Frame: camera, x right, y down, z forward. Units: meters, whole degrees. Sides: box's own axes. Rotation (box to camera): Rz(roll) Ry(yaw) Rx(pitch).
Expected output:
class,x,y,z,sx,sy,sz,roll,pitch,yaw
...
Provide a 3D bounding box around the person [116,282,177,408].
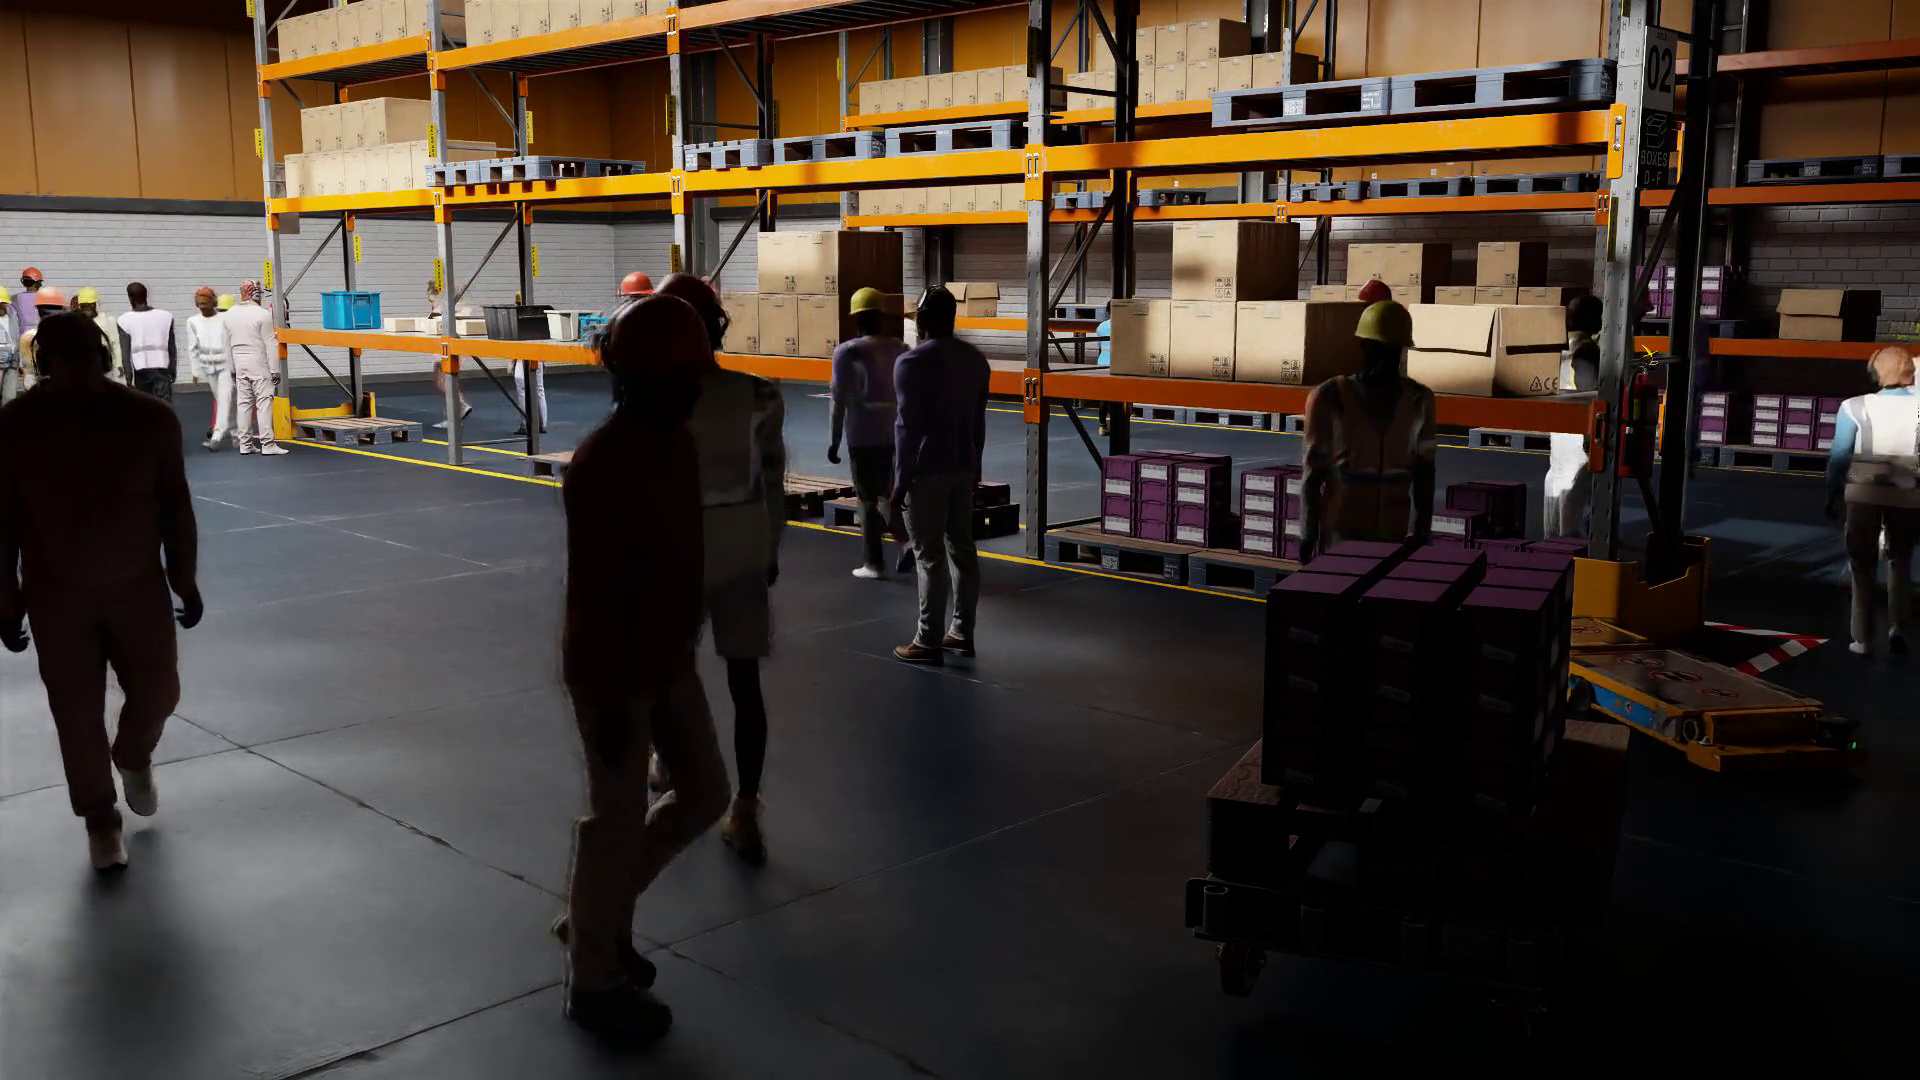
class,x,y,z,sx,sy,sz,roll,pitch,yaw
person,-8.788,-1.855,18.071,0.600,1.886,0.865,-7,11,-35

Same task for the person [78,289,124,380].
class,x,y,z,sx,sy,sz,roll,pitch,yaw
person,-10.297,-2.092,19.819,0.610,1.781,0.939,-4,10,-22

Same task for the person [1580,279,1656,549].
class,x,y,z,sx,sy,sz,roll,pitch,yaw
person,4.719,-0.917,12.154,0.414,1.956,0.757,0,9,-2

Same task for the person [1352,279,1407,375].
class,x,y,z,sx,sy,sz,roll,pitch,yaw
person,3.064,-0.962,12.412,0.548,1.942,0.348,-7,12,-36

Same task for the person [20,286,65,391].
class,x,y,z,sx,sy,sz,roll,pitch,yaw
person,-7.545,-1.178,13.951,0.532,1.887,1.015,-6,11,-35

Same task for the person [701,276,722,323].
class,x,y,z,sx,sy,sz,roll,pitch,yaw
person,-2.900,-2.056,19.136,0.552,1.935,0.373,-5,11,-29

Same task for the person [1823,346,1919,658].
class,x,y,z,sx,sy,sz,roll,pitch,yaw
person,4.801,-0.195,8.673,0.520,1.621,0.406,3,10,16

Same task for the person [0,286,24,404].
class,x,y,z,sx,sy,sz,roll,pitch,yaw
person,-11.319,-2.082,19.651,0.404,1.819,0.592,3,10,20

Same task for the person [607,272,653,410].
class,x,y,z,sx,sy,sz,roll,pitch,yaw
person,-2.547,-1.110,13.156,0.379,1.996,0.608,3,10,17

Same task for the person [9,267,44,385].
class,x,y,z,sx,sy,sz,roll,pitch,yaw
person,-13.036,-2.818,23.481,0.612,2.041,0.394,-1,9,-7

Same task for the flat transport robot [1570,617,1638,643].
class,x,y,z,sx,sy,sz,roll,pitch,yaw
flat transport robot,2.748,0.552,8.238,1.431,0.197,0.652,-2,9,-10

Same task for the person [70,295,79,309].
class,x,y,z,sx,sy,sz,roll,pitch,yaw
person,-13.110,-2.845,24.899,0.283,1.633,0.498,3,10,16

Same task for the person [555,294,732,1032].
class,x,y,z,sx,sy,sz,roll,pitch,yaw
person,-0.834,0.336,4.407,0.531,1.959,0.649,3,10,16

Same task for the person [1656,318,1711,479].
class,x,y,z,sx,sy,sz,roll,pitch,yaw
person,6.934,-1.482,15.943,0.461,1.829,0.580,9,13,44

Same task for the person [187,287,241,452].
class,x,y,z,sx,sy,sz,roll,pitch,yaw
person,-8.259,-1.906,18.574,0.623,1.832,1.027,0,9,3

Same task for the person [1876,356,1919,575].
class,x,y,z,sx,sy,sz,roll,pitch,yaw
person,5.675,-0.472,9.750,0.526,1.840,0.867,-1,9,-5

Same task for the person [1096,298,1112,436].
class,x,y,z,sx,sy,sz,roll,pitch,yaw
person,1.841,-2.070,19.980,0.320,1.694,0.534,-7,11,-35

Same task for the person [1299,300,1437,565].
class,x,y,z,sx,sy,sz,roll,pitch,yaw
person,1.765,-0.104,7.322,0.598,1.901,0.802,-1,9,-7

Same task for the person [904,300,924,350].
class,x,y,z,sx,sy,sz,roll,pitch,yaw
person,-0.732,-2.408,22.320,0.530,1.588,0.829,-4,10,-25

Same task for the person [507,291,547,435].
class,x,y,z,sx,sy,sz,roll,pitch,yaw
person,-5.306,-2.170,20.356,0.325,1.767,0.533,9,13,44

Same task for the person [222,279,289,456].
class,x,y,z,sx,sy,sz,roll,pitch,yaw
person,-7.641,-1.865,18.057,0.654,1.906,0.407,3,10,19

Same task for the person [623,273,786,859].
class,x,y,z,sx,sy,sz,roll,pitch,yaw
person,-0.927,0.060,5.957,0.627,1.992,1.017,-4,10,-22

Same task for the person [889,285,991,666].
class,x,y,z,sx,sy,sz,roll,pitch,yaw
person,-0.115,-0.326,8.527,0.372,1.940,0.630,8,12,41

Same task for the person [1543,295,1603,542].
class,x,y,z,sx,sy,sz,roll,pitch,yaw
person,4.341,-0.797,11.708,0.429,1.841,0.633,0,9,-2

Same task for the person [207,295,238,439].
class,x,y,z,sx,sy,sz,roll,pitch,yaw
person,-8.669,-2.042,19.734,0.529,1.706,0.932,-1,9,-3

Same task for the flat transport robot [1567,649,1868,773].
class,x,y,z,sx,sy,sz,roll,pitch,yaw
flat transport robot,3.189,0.709,7.279,0.652,0.197,1.431,-2,9,-10

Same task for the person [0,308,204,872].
class,x,y,z,sx,sy,sz,roll,pitch,yaw
person,-2.967,0.156,5.702,0.668,1.892,0.544,-6,11,-33

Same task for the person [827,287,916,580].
class,x,y,z,sx,sy,sz,roll,pitch,yaw
person,-0.571,-0.676,10.787,0.583,1.906,0.446,-7,12,-37

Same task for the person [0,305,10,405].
class,x,y,z,sx,sy,sz,roll,pitch,yaw
person,-14.415,-2.989,24.539,0.539,2.000,0.689,8,13,42

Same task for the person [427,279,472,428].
class,x,y,z,sx,sy,sz,roll,pitch,yaw
person,-6.557,-2.357,21.126,0.439,1.887,0.663,-1,9,-8
